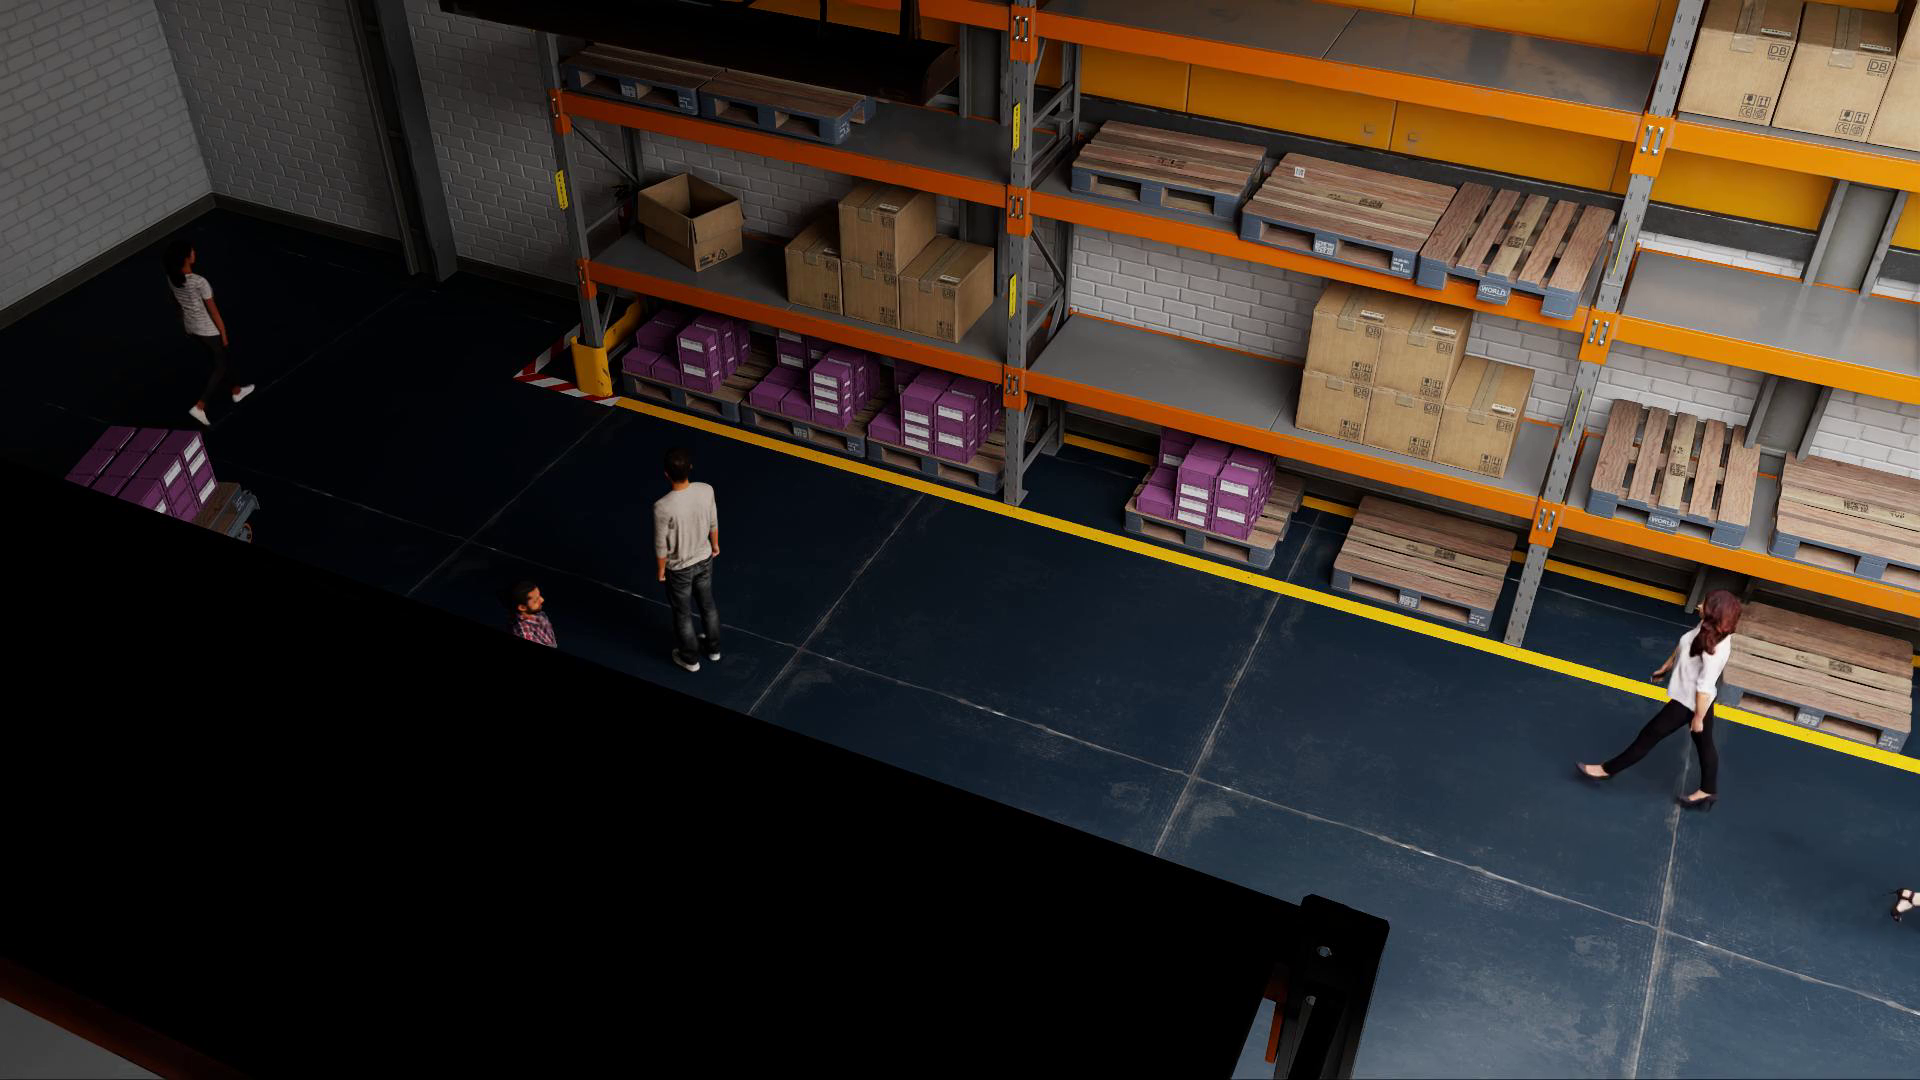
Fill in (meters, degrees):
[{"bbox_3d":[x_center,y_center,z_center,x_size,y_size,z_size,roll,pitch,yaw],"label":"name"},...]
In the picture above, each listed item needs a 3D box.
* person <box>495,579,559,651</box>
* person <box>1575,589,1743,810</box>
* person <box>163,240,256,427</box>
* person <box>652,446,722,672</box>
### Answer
[{"bbox_3d":[-2.726,0.948,10.537,0.855,1.749,0.803,-11,40,-13],"label":"person"},{"bbox_3d":[4.672,1.050,10.417,1.111,1.737,0.620,16,41,19],"label":"person"},{"bbox_3d":[-6.405,-1.726,13.986,0.940,1.622,0.635,15,41,18],"label":"person"},{"bbox_3d":[-1.863,0.146,11.495,0.726,1.805,0.694,-28,46,-30],"label":"person"}]
